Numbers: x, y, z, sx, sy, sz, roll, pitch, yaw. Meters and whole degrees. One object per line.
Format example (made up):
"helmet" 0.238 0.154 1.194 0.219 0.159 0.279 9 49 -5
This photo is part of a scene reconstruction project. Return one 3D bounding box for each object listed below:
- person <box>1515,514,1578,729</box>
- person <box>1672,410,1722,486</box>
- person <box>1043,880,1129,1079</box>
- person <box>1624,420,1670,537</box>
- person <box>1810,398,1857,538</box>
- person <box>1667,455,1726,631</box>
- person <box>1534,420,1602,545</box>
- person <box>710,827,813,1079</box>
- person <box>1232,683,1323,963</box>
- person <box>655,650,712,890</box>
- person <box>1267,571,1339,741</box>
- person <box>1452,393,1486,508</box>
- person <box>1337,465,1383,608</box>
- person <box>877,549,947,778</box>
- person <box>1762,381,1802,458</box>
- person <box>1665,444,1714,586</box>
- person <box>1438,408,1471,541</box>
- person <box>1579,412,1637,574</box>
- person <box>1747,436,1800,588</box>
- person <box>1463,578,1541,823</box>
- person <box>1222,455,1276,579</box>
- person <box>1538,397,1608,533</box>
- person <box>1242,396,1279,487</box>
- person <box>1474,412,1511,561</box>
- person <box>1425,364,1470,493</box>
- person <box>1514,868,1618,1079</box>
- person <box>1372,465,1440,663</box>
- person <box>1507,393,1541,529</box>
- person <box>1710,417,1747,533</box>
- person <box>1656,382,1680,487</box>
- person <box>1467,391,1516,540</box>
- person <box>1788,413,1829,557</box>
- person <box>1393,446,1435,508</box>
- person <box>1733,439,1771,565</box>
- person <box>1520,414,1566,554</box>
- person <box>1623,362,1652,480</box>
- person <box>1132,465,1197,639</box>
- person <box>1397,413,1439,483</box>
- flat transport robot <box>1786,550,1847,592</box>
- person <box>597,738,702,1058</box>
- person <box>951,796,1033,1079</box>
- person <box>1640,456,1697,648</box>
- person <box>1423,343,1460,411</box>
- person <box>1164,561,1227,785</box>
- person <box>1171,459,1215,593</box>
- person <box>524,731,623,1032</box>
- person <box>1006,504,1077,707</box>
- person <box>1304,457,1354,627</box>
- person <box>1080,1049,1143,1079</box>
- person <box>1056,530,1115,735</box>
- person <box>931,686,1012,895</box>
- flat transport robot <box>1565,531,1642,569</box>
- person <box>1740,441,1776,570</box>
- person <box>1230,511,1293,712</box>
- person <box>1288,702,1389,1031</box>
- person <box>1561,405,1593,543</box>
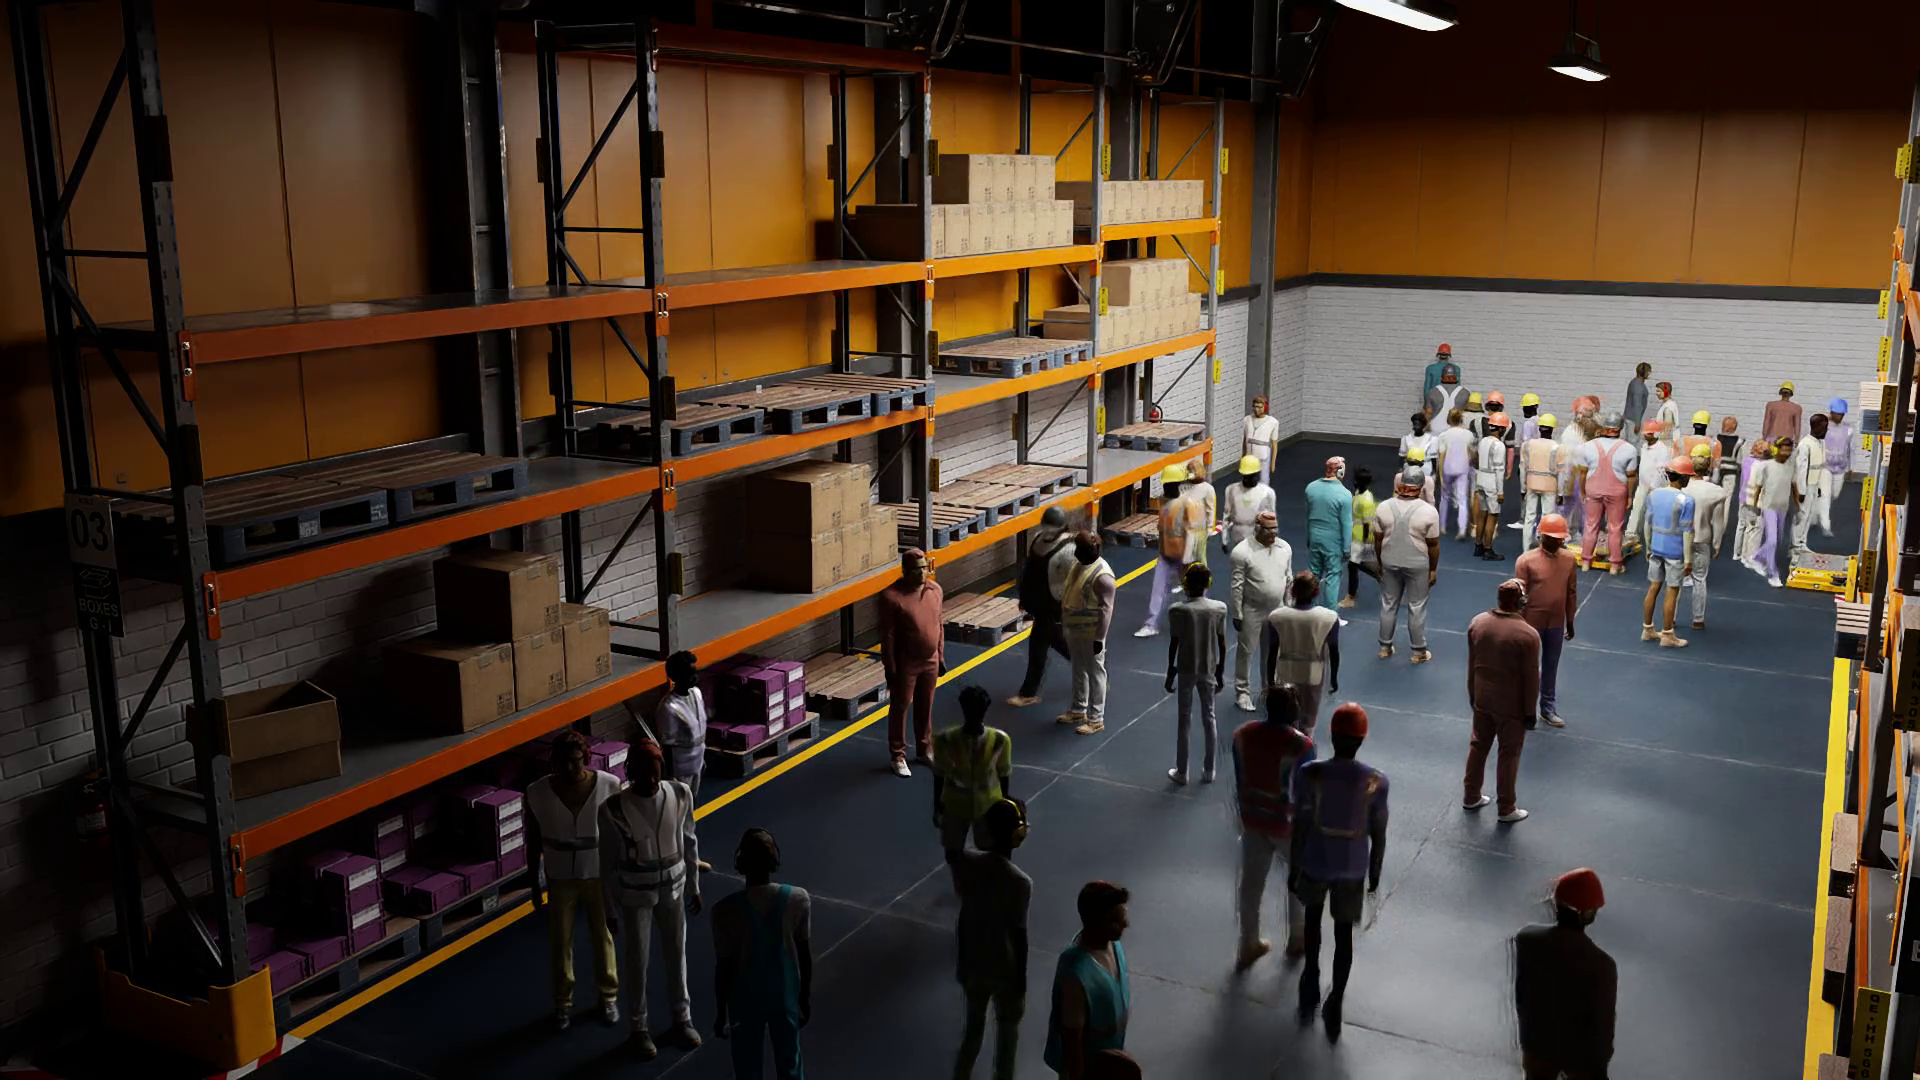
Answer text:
"person" 5.263 0.730 14.977 0.614 1.987 0.408 -3 13 -13
"person" 9.549 -0.726 21.617 0.594 1.924 0.383 7 15 30
"person" 0.585 2.428 7.681 0.373 1.842 0.569 5 13 21
"person" 9.278 -0.750 22.271 0.829 1.723 0.582 -3 13 -13
"person" 12.060 -1.043 23.086 0.604 1.919 0.875 1 13 7
"person" 8.004 0.028 18.213 0.635 1.937 0.354 5 14 22
"person" 8.103 -0.696 21.851 0.965 1.797 0.515 5 13 21
"person" -0.981 2.300 8.256 0.506 1.846 0.346 -5 14 -22
"person" 2.072 1.777 10.644 0.650 1.815 0.762 12 17 43
"person" -1.956 1.595 11.743 0.321 1.696 0.536 4 13 17
"person" 2.790 1.141 13.567 0.566 1.796 0.990 4 13 18
"person" 7.596 -1.324 24.738 0.492 1.731 0.324 3 13 13
"person" 4.654 -0.035 19.065 0.625 1.682 0.541 2 13 9
"person" -0.371 1.009 13.893 0.643 1.909 0.410 -10 16 -38
"person" 12.791 -1.595 25.912 0.532 1.754 0.342 7 14 27
"person" 8.899 -0.311 20.206 0.365 1.736 0.488 -3 13 -14
"person" 6.758 -0.901 22.713 0.494 1.804 0.970 2 13 8
"person" 8.103 -0.599 20.793 0.689 2.000 0.539 8 15 33
"person" 9.908 -0.383 20.287 0.618 1.846 0.738 -2 13 -9
"person" 4.231 1.229 12.942 0.398 1.900 0.643 -8 15 -33
"person" 3.223 -0.029 18.547 0.594 1.905 0.716 6 14 26
"person" 8.589 -0.985 22.814 1.069 1.929 0.624 5 13 21
"person" 4.271 -1.143 23.692 0.563 1.836 0.400 12 17 42
"person" 6.887 -0.695 21.489 0.388 1.925 0.550 -2 13 -9
"person" 7.580 -1.748 25.934 0.686 2.000 0.535 2 13 10
"person" 2.971 2.396 8.051 0.593 1.732 0.584 -9 15 -34
"person" 4.603 0.233 17.065 0.687 2.000 0.538 9 15 34
"person" 7.984 -1.105 23.352 0.399 1.911 0.596 10 16 38
"person" 10.691 -0.920 23.254 0.541 1.584 0.878 7 14 28
"person" 10.727 -1.493 25.288 0.418 1.828 0.562 5 14 22
"person" 7.223 -1.017 22.691 0.611 2.032 0.411 3 13 15
"person" 10.985 -0.698 21.544 0.396 1.911 0.580 12 17 43
"person" 5.400 -0.243 19.809 0.524 1.772 0.301 11 16 39
"person" 10.134 -0.490 21.230 0.319 1.631 0.525 -4 13 -16
"person" 7.471 -0.664 21.344 0.586 1.925 0.369 10 16 37
"person" 10.977 -1.932 27.028 0.380 1.932 0.623 3 13 15
"person" 2.320 0.110 18.000 0.974 1.880 0.601 -10 16 -37
"person" 6.313 -0.917 23.023 0.551 1.677 0.490 8 15 33
"flat transport robot" 10.572 0.372 20.440 0.652 0.197 1.431 7 14 29
"person" -1.755 2.019 9.449 0.584 1.878 0.368 -8 15 -32
"person" 0.134 2.237 8.565 0.517 1.837 0.537 10 16 39
"person" 7.518 0.120 17.574 0.395 2.038 0.615 -5 14 -21
"person" 8.443 -2.448 29.171 0.622 1.994 0.381 2 13 10
"person" 1.932 1.083 13.638 0.507 1.875 0.329 -2 13 -8
"person" 2.767 -0.151 19.702 0.499 1.634 0.285 9 15 35
"person" -2.241 1.975 9.742 0.563 1.833 0.406 -3 13 -13
"person" 0.926 0.547 15.662 0.973 2.000 0.696 -5 13 -19
"person" 4.085 0.019 18.356 0.399 1.900 0.645 -10 16 -37
"person" 0.586 2.775 6.600 0.287 1.635 0.500 10 16 39
"person" 1.122 0.812 14.922 0.429 1.844 0.628 -6 14 -26
"person" 0.080 1.750 11.073 0.543 1.682 0.627 0 13 0
"flat transport robot" 8.310 0.111 21.607 0.652 0.197 1.431 10 16 38
"person" 10.089 -0.440 21.006 0.311 1.632 0.525 2 13 10
"person" 2.821 0.655 15.502 0.644 1.900 0.399 -5 14 -21
"person" 2.244 1.903 9.902 0.564 1.896 0.759 2 13 10
"person" 8.315 -0.883 22.403 0.400 1.896 0.653 11 17 41
